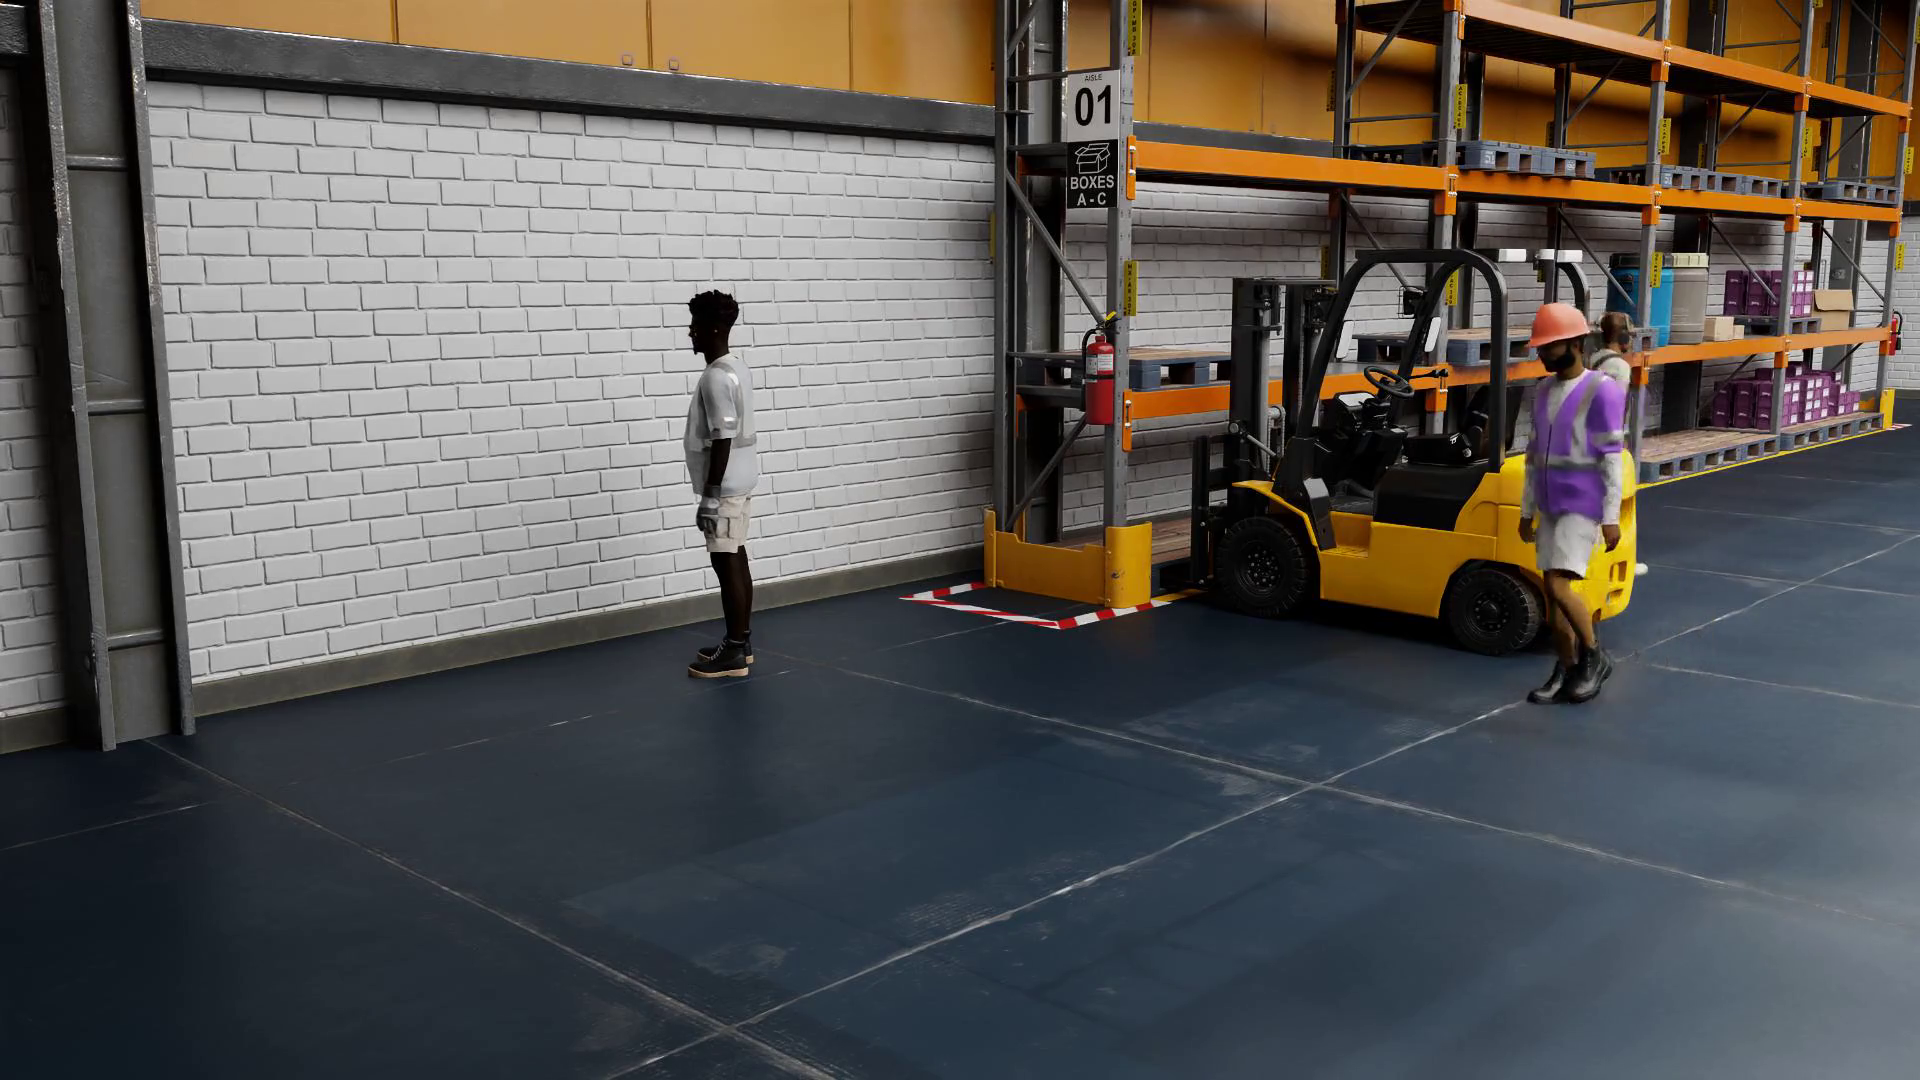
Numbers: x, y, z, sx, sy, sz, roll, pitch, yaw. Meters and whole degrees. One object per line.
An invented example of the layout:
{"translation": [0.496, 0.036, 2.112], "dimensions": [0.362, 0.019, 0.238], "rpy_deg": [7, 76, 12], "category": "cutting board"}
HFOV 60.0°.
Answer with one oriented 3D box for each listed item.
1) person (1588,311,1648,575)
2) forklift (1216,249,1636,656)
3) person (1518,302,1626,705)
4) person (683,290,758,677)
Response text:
{"translation": [4.217, -0.634, 11.163], "dimensions": [0.882, 1.805, 0.560], "rpy_deg": [-2, 9, -10], "category": "person"}
{"translation": [2.710, -0.584, 9.626], "dimensions": [2.313, 2.155, 1.214], "rpy_deg": [9, 13, 43], "category": "forklift"}
{"translation": [2.839, -0.155, 7.840], "dimensions": [0.415, 1.914, 0.570], "rpy_deg": [-3, 10, -21], "category": "person"}
{"translation": [-1.220, -0.283, 8.484], "dimensions": [0.366, 1.963, 0.603], "rpy_deg": [0, 9, 3], "category": "person"}
